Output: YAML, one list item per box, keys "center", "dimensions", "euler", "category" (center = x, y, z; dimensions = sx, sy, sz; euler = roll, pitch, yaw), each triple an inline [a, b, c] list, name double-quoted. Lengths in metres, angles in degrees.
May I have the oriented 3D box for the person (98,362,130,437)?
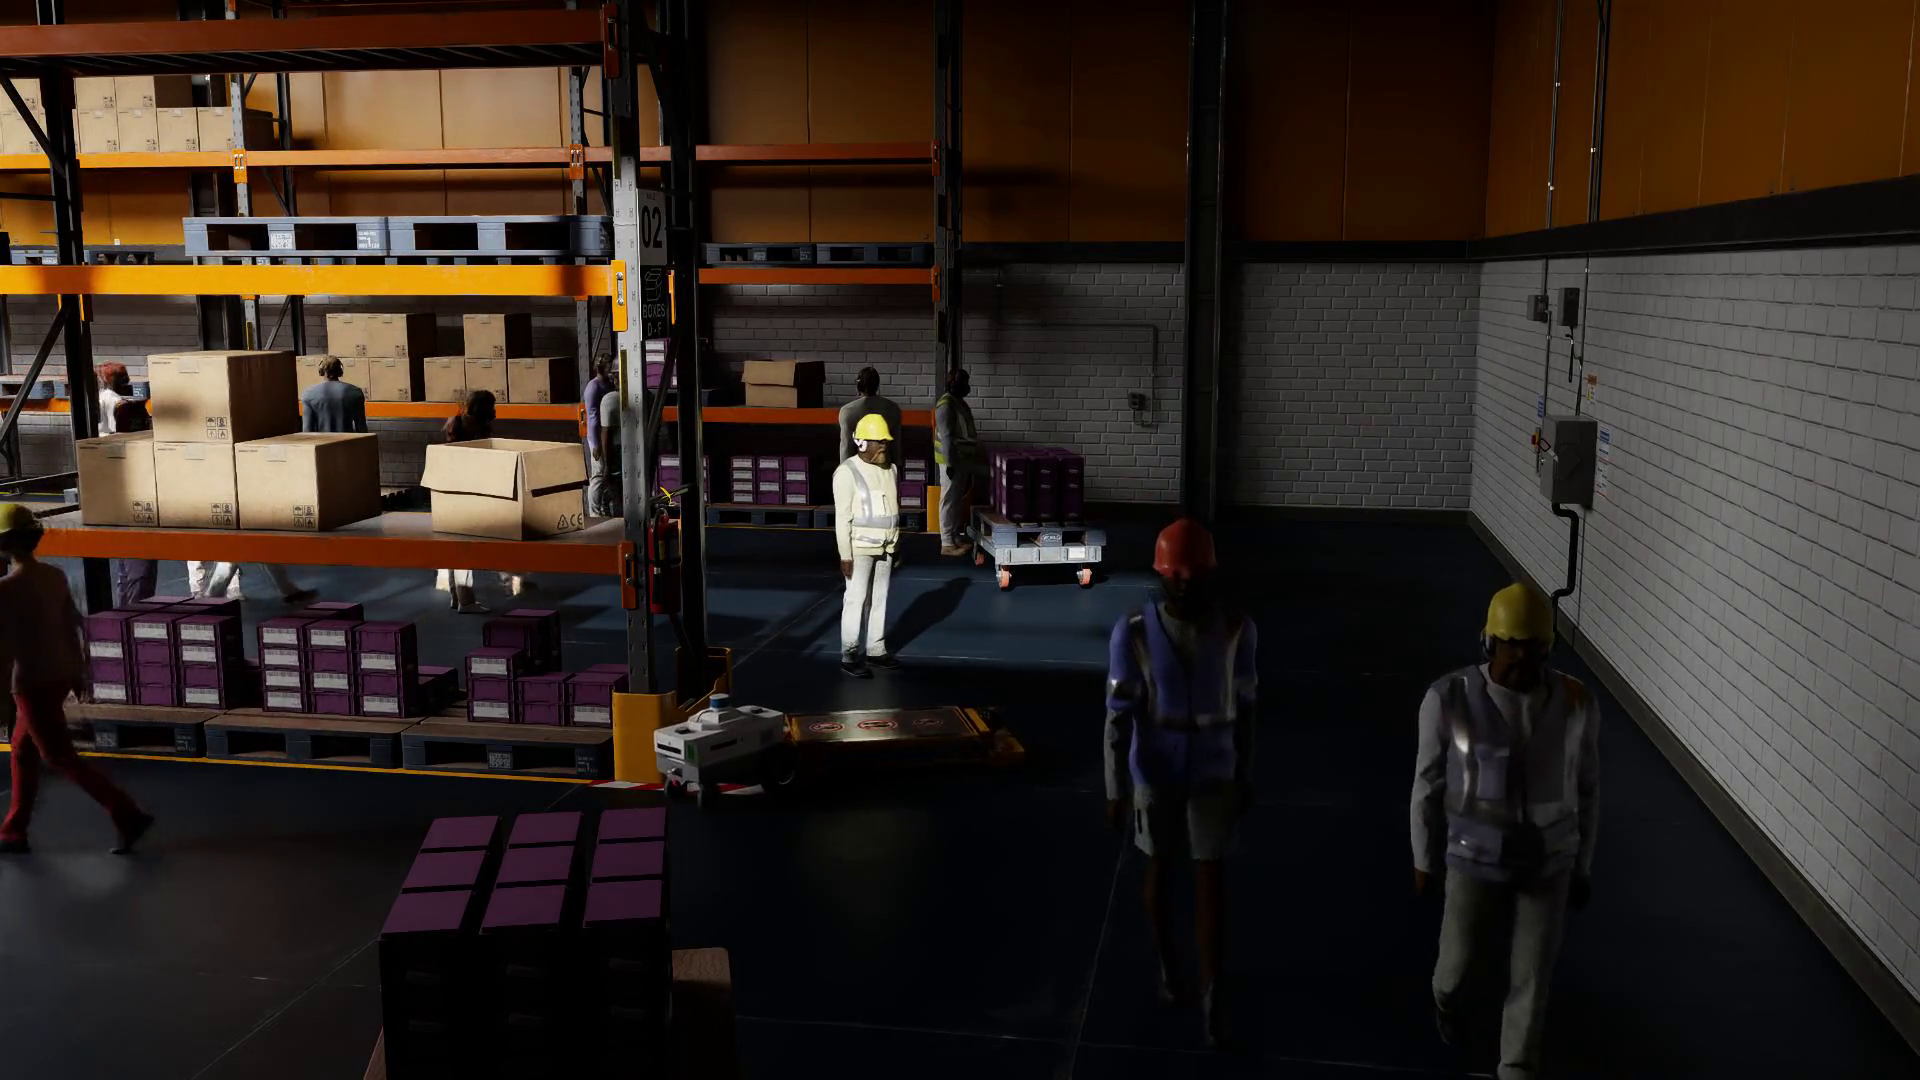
- center: [-8.766, -0.901, 17.204]
  dimensions: [0.537, 1.869, 0.598]
  euler: [-7, 11, -36]
  category: "person"

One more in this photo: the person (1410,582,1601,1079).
- center: [1.798, 1.011, 5.523]
  dimensions: [0.603, 1.809, 0.683]
  euler: [1, 9, 6]
  category: "person"

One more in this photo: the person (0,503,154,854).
- center: [-4.309, 0.677, 7.910]
  dimensions: [0.851, 1.717, 0.539]
  euler: [0, 9, 1]
  category: "person"

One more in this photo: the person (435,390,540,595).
- center: [-4.168, -0.409, 14.447]
  dimensions: [0.991, 1.782, 0.637]
  euler: [1, 9, 5]
  category: "person"

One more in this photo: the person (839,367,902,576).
- center: [-0.824, -0.607, 15.167]
  dimensions: [0.634, 1.940, 0.367]
  euler: [-6, 11, -32]
  category: "person"

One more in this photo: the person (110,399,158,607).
- center: [-5.867, -0.056, 11.886]
  dimensions: [0.400, 1.902, 0.647]
  euler: [-8, 12, -39]
  category: "person"

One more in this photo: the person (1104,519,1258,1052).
- center: [0.811, 0.877, 6.052]
  dimensions: [0.569, 1.901, 0.874]
  euler: [0, 9, 2]
  category: "person"

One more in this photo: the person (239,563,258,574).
- center: [-6.730, -0.598, 15.219]
  dimensions: [0.598, 1.901, 0.650]
  euler: [1, 9, 8]
  category: "person"

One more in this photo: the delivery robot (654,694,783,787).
- center: [-1.274, 1.060, 8.815]
  dimensions: [0.477, 0.478, 0.707]
  euler: [8, 12, 39]
  category: "delivery robot"

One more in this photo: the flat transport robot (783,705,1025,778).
- center: [-0.396, 1.139, 9.489]
  dimensions: [1.431, 0.197, 0.652]
  euler: [-2, 9, -11]
  category: "flat transport robot"

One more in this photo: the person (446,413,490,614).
- center: [-4.084, -0.216, 13.663]
  dimensions: [0.310, 1.642, 0.514]
  euler: [-5, 10, -27]
  category: "person"

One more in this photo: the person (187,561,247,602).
- center: [-6.281, -0.442, 13.970]
  dimensions: [0.619, 1.992, 0.396]
  euler: [-6, 11, -34]
  category: "person"

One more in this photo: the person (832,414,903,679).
- center: [-0.619, 0.036, 11.521]
  dimensions: [0.403, 1.830, 0.595]
  euler: [7, 12, 38]
  category: "person"

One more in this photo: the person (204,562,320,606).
- center: [-5.781, -0.284, 13.574]
  dimensions: [0.979, 1.819, 0.584]
  euler: [-7, 11, -35]
  category: "person"

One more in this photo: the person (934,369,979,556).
- center: [-0.032, -0.775, 16.510]
  dimensions: [0.430, 1.845, 0.619]
  euler: [2, 9, 14]
  category: "person"

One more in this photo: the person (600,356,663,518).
- center: [-3.183, -0.784, 15.949]
  dimensions: [0.542, 2.000, 0.691]
  euler: [7, 12, 38]
  category: "person"

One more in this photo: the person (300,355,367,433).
- center: [-6.483, -0.947, 17.275]
  dimensions: [0.635, 1.937, 0.354]
  euler: [-5, 10, -27]
  category: "person"

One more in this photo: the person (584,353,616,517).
- center: [-3.819, -1.040, 17.859]
  dimensions: [0.351, 1.936, 0.634]
  euler: [1, 9, 9]
  category: "person"
